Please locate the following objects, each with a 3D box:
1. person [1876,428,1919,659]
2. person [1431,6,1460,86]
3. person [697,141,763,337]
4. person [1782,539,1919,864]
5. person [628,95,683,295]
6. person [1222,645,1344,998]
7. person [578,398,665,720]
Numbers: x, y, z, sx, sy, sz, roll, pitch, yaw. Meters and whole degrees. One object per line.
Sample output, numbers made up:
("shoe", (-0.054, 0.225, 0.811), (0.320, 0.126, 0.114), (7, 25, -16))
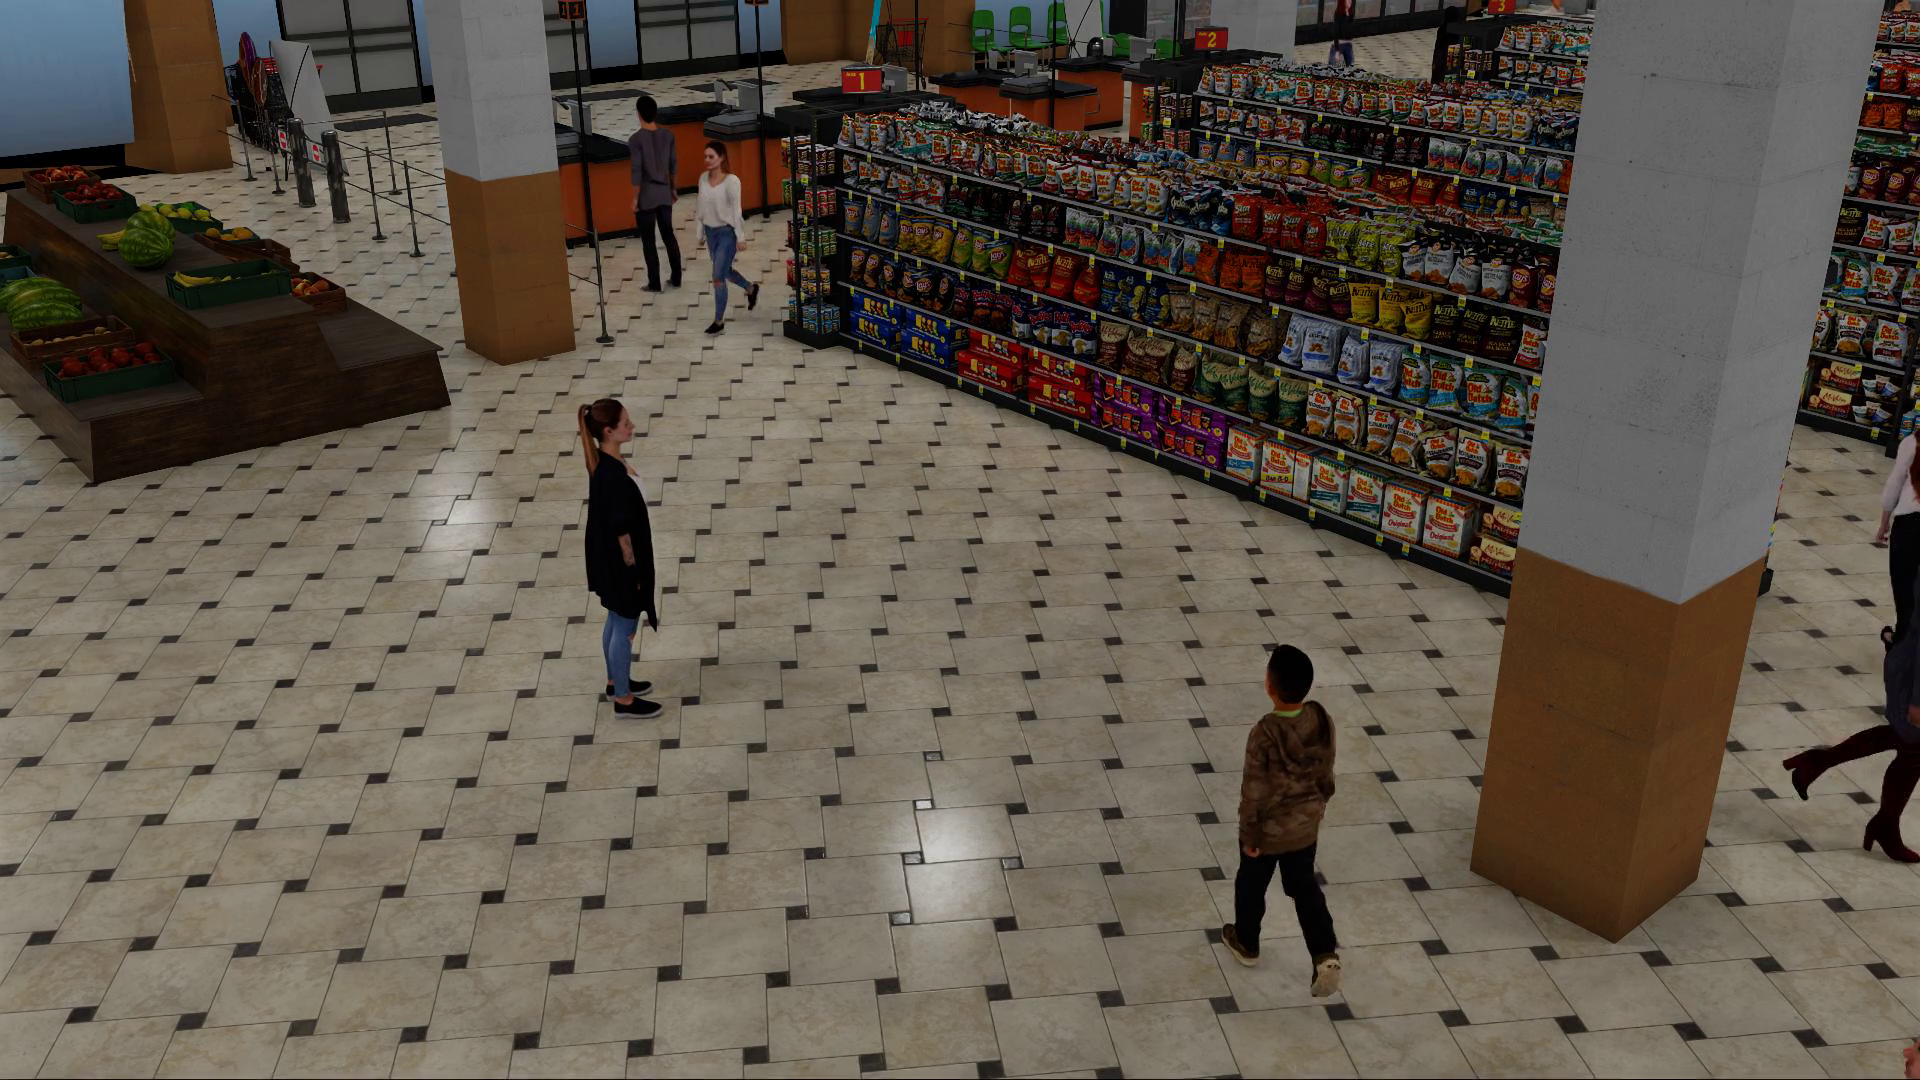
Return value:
("person", (4.833, 0.097, 8.328), (1.172, 1.698, 1.082), (7, 25, 16))
("person", (7.401, -7.305, 25.347), (0.672, 1.615, 0.684), (-9, 25, -20))
("person", (-2.047, -2.676, 14.708), (1.073, 1.664, 0.907), (15, 28, 31))
("person", (4.030, 0.602, 7.180), (0.939, 1.693, 0.785), (12, 26, 26))
("person", (-2.923, -3.295, 15.889), (0.546, 1.851, 0.692), (22, 32, 40))
("person", (1.271, 1.096, 6.366), (0.764, 1.442, 0.944), (-8, 25, -19))
("person", (-1.721, 0.088, 8.367), (0.768, 1.683, 0.629), (-7, 25, -16))
